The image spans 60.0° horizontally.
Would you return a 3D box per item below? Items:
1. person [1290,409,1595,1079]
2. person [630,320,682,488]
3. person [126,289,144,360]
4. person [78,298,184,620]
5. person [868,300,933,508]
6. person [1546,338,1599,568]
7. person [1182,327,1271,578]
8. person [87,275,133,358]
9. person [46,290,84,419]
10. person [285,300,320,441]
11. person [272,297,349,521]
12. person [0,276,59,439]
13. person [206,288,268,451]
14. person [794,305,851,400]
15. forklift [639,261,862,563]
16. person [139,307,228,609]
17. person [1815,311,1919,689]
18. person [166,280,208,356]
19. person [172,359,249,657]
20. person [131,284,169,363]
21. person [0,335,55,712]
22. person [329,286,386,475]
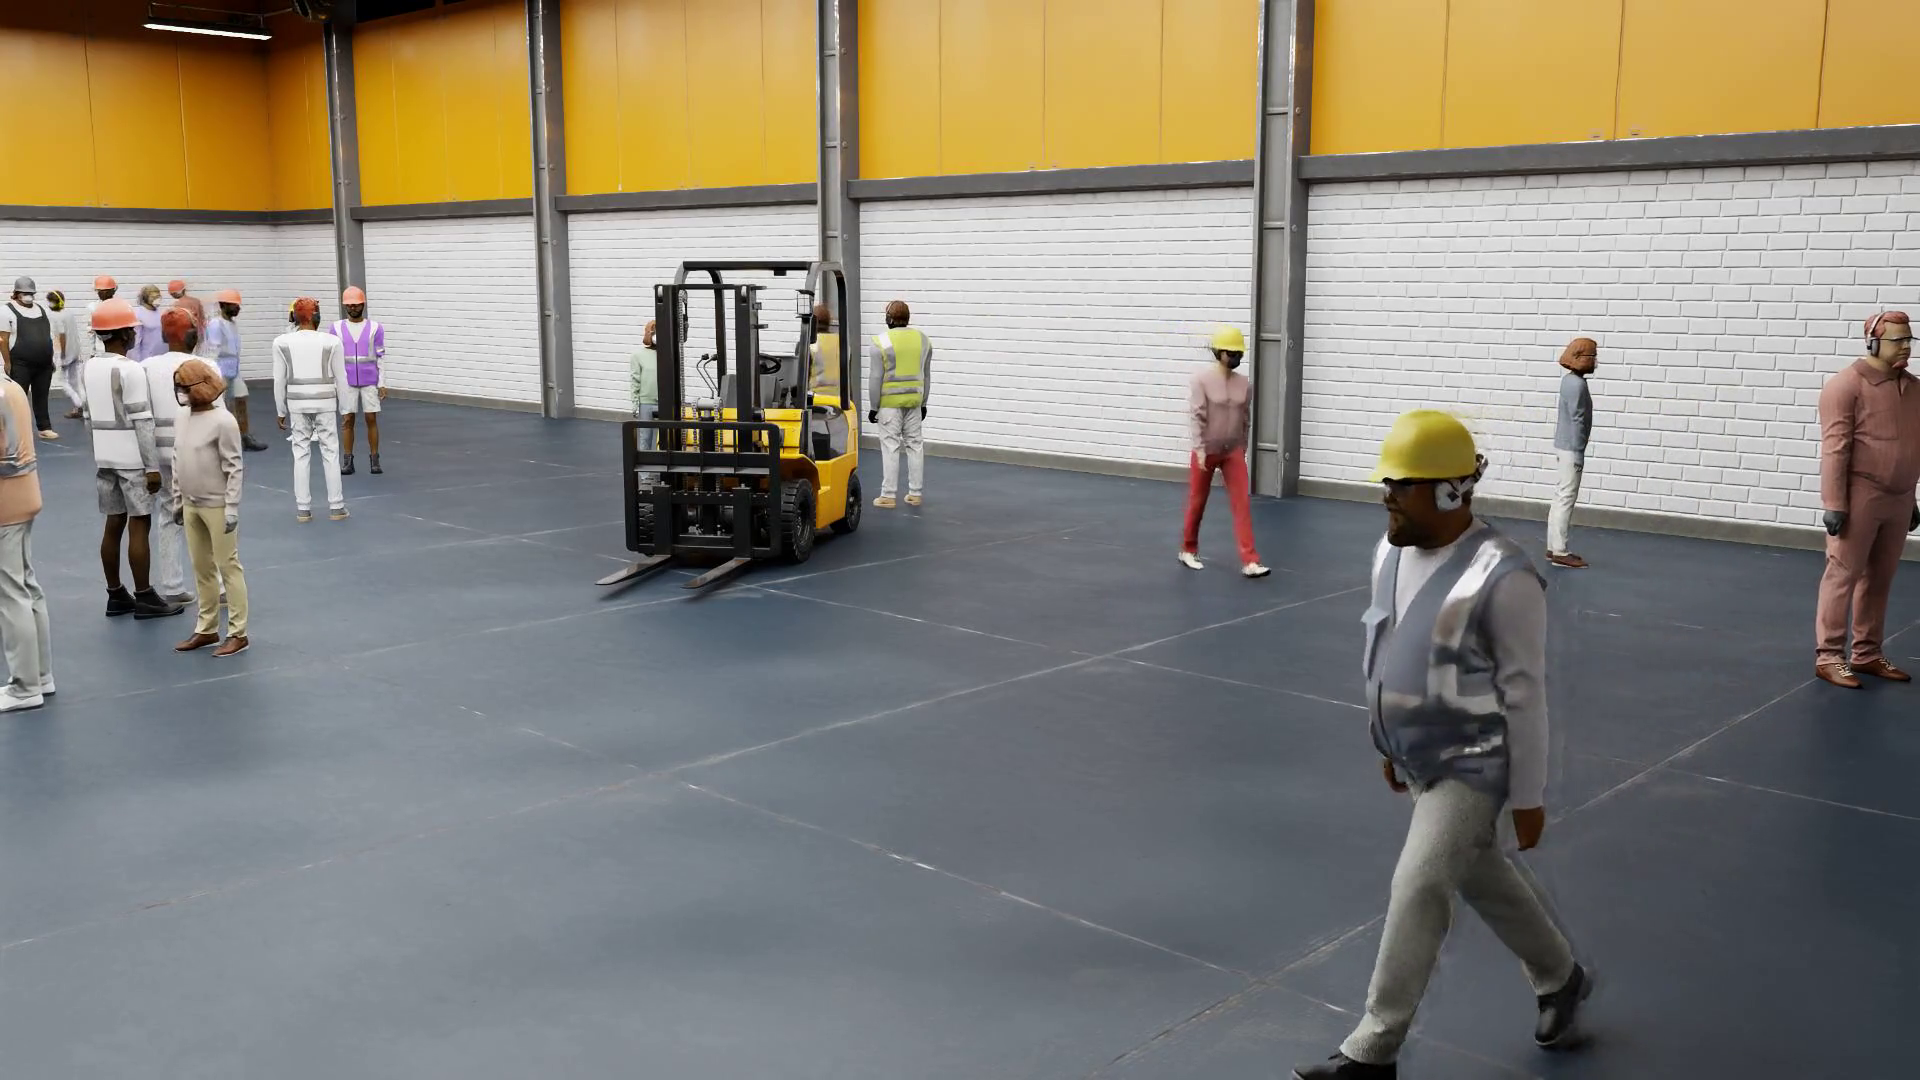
[{"bbox_3d":[1.341,0.536,4.351,0.952,1.785,0.598,-3,10,-17],"label":"person"},{"bbox_3d":[-2.919,-1.299,16.013,0.502,1.636,0.280,-3,10,-16],"label":"person"},{"bbox_3d":[-10.572,-2.357,21.785,0.648,1.872,0.950,-5,10,-26],"label":"person"},{"bbox_3d":[-5.051,-0.485,10.086,0.544,1.943,0.347,5,10,27],"label":"person"},{"bbox_3d":[-0.554,-1.207,14.822,0.627,1.844,0.429,-6,11,-33],"label":"person"},{"bbox_3d":[4.389,-0.627,11.901,0.265,1.632,0.507,2,9,12],"label":"person"},{"bbox_3d":[1.819,-0.604,11.503,0.532,1.721,0.872,-3,10,-19],"label":"person"},{"bbox_3d":[-11.600,-2.596,22.742,0.610,2.037,0.400,-1,9,-6],"label":"person"},{"bbox_3d":[-12.490,-2.585,23.335,0.464,1.833,0.578,0,9,-2],"label":"person"},{"bbox_3d":[-8.103,-2.085,20.503,0.484,1.746,0.287,2,9,11],"label":"person"},{"bbox_3d":[-5.451,-1.096,14.007,0.585,1.882,0.337,-2,10,-14],"label":"person"},{"bbox_3d":[-11.490,-2.246,20.583,0.535,2.000,0.687,5,10,27],"label":"person"},{"bbox_3d":[-8.563,-1.959,19.258,0.906,1.910,0.568,2,9,10],"label":"person"},{"bbox_3d":[-1.146,-1.133,14.500,0.631,1.811,0.659,7,12,38],"label":"person"},{"bbox_3d":[-1.552,-1.040,12.721,1.214,2.155,2.313,2,9,11],"label":"forklift"},{"bbox_3d":[-4.798,-0.496,10.330,0.584,1.883,0.337,1,9,7],"label":"person"},{"bbox_3d":[4.664,-0.204,8.476,0.651,1.907,0.409,-4,10,-24],"label":"person"},{"bbox_3d":[-12.934,-3.393,27.918,0.523,1.941,0.679,2,10,15],"label":"person"},{"bbox_3d":[-4.140,-0.176,9.138,0.498,1.633,0.279,5,10,28],"label":"person"},{"bbox_3d":[-9.858,-2.153,20.328,0.356,1.936,0.635,3,10,16],"label":"person"},{"bbox_3d":[-4.645,-0.133,8.006,0.390,1.918,0.580,-3,10,-17],"label":"person"},{"bbox_3d":[-6.211,-1.640,17.181,0.542,1.938,0.358,-3,10,-16],"label":"person"}]
